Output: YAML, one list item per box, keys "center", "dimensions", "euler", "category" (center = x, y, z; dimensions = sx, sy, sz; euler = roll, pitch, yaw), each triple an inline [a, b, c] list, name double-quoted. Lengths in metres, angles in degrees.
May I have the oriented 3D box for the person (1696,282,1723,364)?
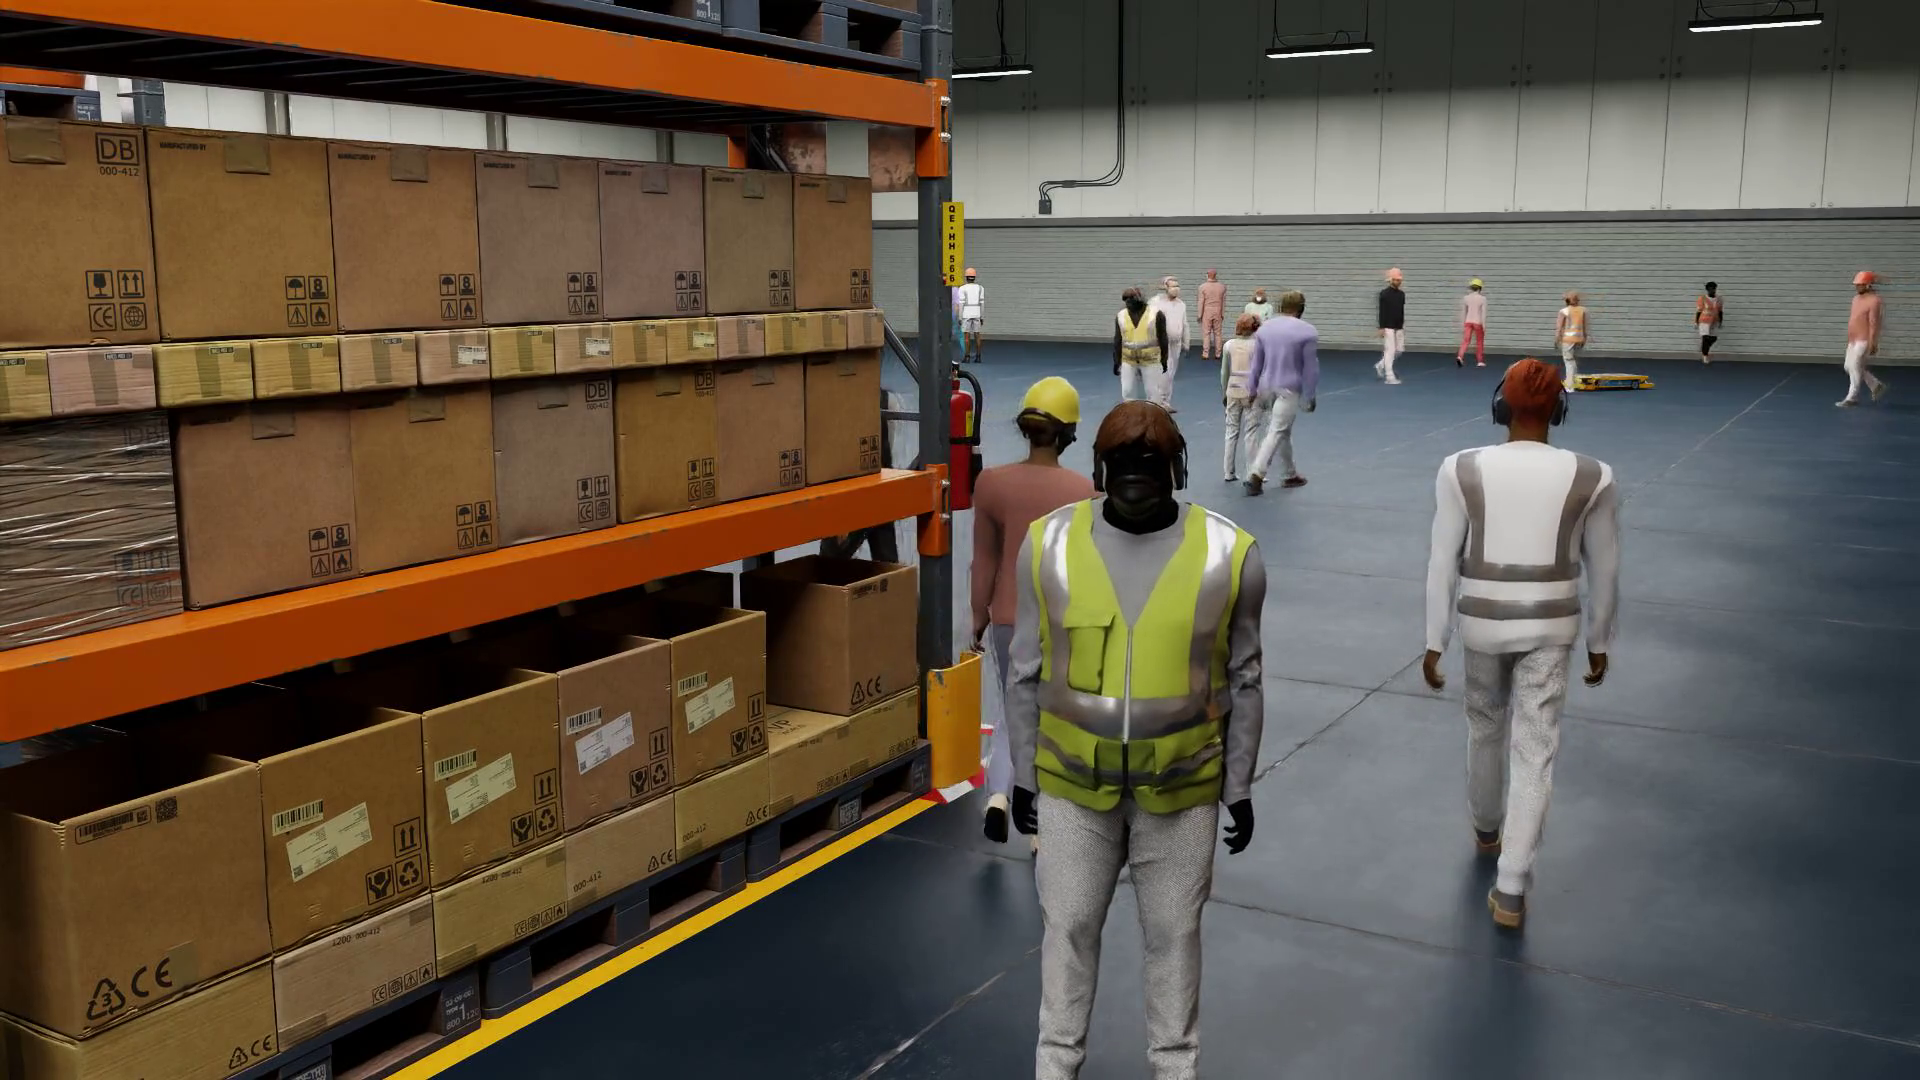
- center: [15.199, -4.424, 33.846]
  dimensions: [0.552, 1.671, 0.650]
  euler: [-1, 10, -5]
  category: "person"

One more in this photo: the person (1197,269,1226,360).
- center: [5.282, -4.753, 35.057]
  dimensions: [0.637, 1.911, 0.403]
  euler: [-3, 10, -18]
  category: "person"

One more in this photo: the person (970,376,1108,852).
- center: [0.291, 0.288, 5.992]
  dimensions: [0.539, 1.749, 0.417]
  euler: [4, 11, 24]
  category: "person"

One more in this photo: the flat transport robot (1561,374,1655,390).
- center: [10.581, -2.601, 27.242]
  dimensions: [1.431, 0.197, 0.652]
  euler: [-4, 10, -20]
  category: "flat transport robot"

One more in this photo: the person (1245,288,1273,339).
- center: [5.308, -3.677, 29.578]
  dimensions: [0.511, 1.620, 0.528]
  euler: [4, 10, 20]
  category: "person"

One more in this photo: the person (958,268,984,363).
- center: [0.215, -4.558, 33.828]
  dimensions: [0.551, 1.935, 0.371]
  euler: [-4, 10, -21]
  category: "person"

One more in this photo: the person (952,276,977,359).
- center: [-0.065, -4.598, 34.532]
  dimensions: [1.005, 1.770, 0.585]
  euler: [-9, 13, -42]
  category: "person"

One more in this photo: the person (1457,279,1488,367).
- center: [10.107, -4.268, 32.711]
  dimensions: [0.538, 1.743, 0.770]
  euler: [9, 13, 43]
  category: "person"

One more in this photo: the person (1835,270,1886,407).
- center: [13.027, -2.889, 23.922]
  dimensions: [0.662, 1.976, 0.618]
  euler: [0, 10, 3]
  category: "person"

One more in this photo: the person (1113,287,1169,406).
- center: [2.193, -2.155, 20.173]
  dimensions: [0.686, 1.808, 0.456]
  euler: [4, 10, 21]
  category: "person"

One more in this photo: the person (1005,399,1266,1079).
- center: [0.412, 0.582, 4.015]
  dimensions: [0.619, 1.845, 0.430]
  euler: [1, 10, 9]
  category: "person"

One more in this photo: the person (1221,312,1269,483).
- center: [2.742, -1.364, 15.998]
  dimensions: [0.520, 1.639, 0.312]
  euler: [9, 13, 41]
  category: "person"

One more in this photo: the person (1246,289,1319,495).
- center: [2.942, -1.367, 15.334]
  dimensions: [1.050, 1.887, 0.646]
  euler: [-9, 14, -44]
  category: "person"

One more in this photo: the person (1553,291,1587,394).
- center: [9.682, -3.152, 26.503]
  dimensions: [0.536, 1.615, 0.597]
  euler: [-3, 10, -15]
  category: "person"

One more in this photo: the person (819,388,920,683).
- center: [-0.482, -0.158, 8.496]
  dimensions: [0.515, 1.805, 0.964]
  euler: [-8, 13, -41]
  category: "person"

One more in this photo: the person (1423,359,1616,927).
- center: [1.902, 0.304, 5.665]
  dimensions: [0.600, 1.825, 1.006]
  euler: [3, 10, 18]
  category: "person"

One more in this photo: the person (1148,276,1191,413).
- center: [2.927, -2.686, 22.994]
  dimensions: [0.679, 1.888, 0.537]
  euler: [-7, 12, -35]
  category: "person"

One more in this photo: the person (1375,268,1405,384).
- center: [7.341, -3.653, 28.416]
  dimensions: [0.619, 1.977, 0.589]
  euler: [-6, 11, -32]
  category: "person"
